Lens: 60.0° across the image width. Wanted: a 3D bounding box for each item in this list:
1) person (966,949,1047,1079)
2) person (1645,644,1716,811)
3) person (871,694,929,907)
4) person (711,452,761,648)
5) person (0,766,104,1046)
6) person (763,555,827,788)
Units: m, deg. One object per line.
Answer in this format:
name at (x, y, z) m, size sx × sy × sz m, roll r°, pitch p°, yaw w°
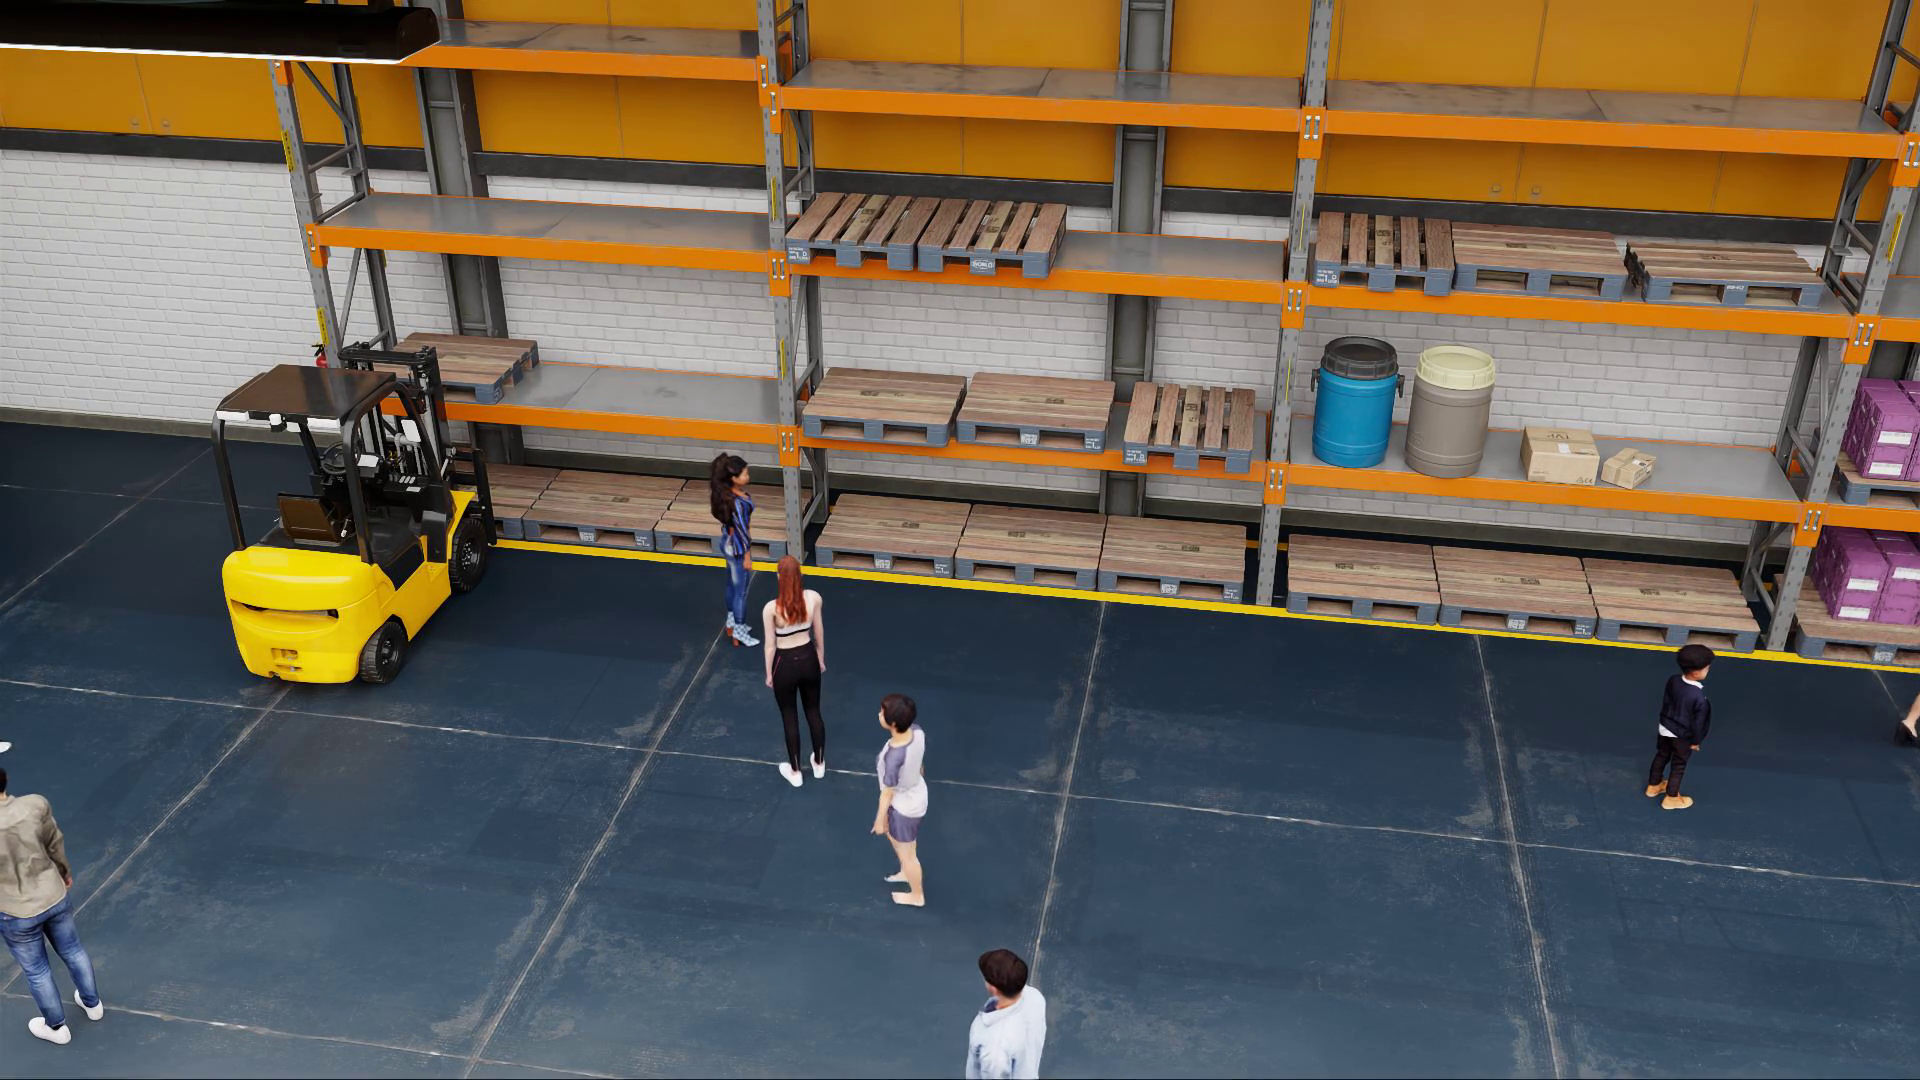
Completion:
person at (0.229, 2.679, 7.964) m, size 0.664 × 1.810 × 0.733 m, roll 13°, pitch 31°, yaw 23°
person at (4.845, 1.249, 11.196) m, size 0.606 × 1.224 × 0.578 m, roll -9°, pitch 30°, yaw -16°
person at (-0.274, 1.611, 10.189) m, size 0.636 × 1.554 × 0.628 m, roll 10°, pitch 30°, yaw 17°
person at (-1.734, 0.071, 12.944) m, size 0.716 × 1.620 × 0.704 m, roll -10°, pitch 30°, yaw -18°
person at (-5.121, 1.989, 9.167) m, size 0.740 × 1.869 × 0.780 m, roll 17°, pitch 33°, yaw 28°
person at (-1.114, 0.885, 11.323) m, size 0.626 × 1.742 × 0.720 m, roll -13°, pitch 31°, yaw -23°
